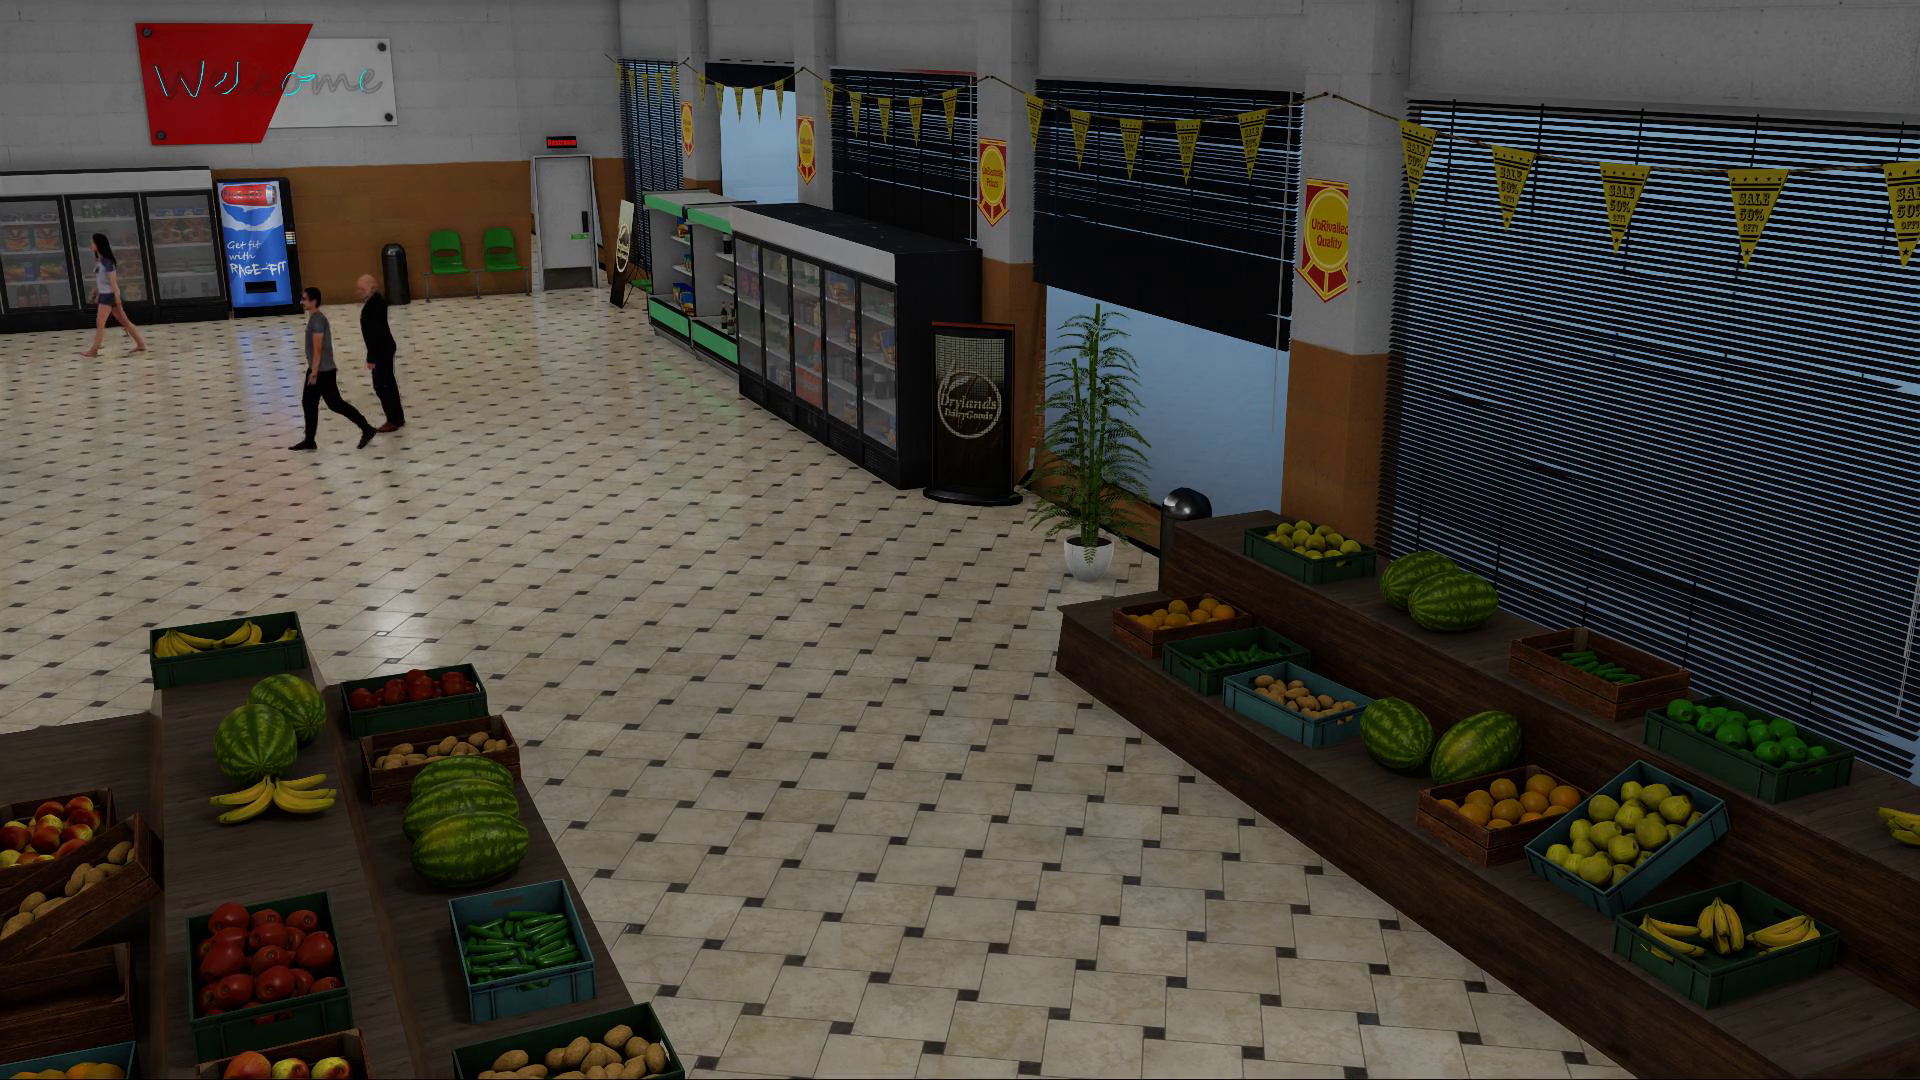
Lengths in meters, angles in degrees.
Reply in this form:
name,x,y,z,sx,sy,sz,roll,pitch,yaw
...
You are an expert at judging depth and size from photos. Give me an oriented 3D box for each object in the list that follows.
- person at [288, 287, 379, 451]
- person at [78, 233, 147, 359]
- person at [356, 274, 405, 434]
name,x,y,z,sx,sy,sz,roll,pitch,yaw
person,-6.646,-1.789,17.574,0.733,1.734,1.081,-10,19,-29
person,-11.554,-3.327,22.769,0.831,1.658,1.098,-12,21,-35
person,-6.428,-2.107,18.567,0.958,1.766,0.644,0,17,1
